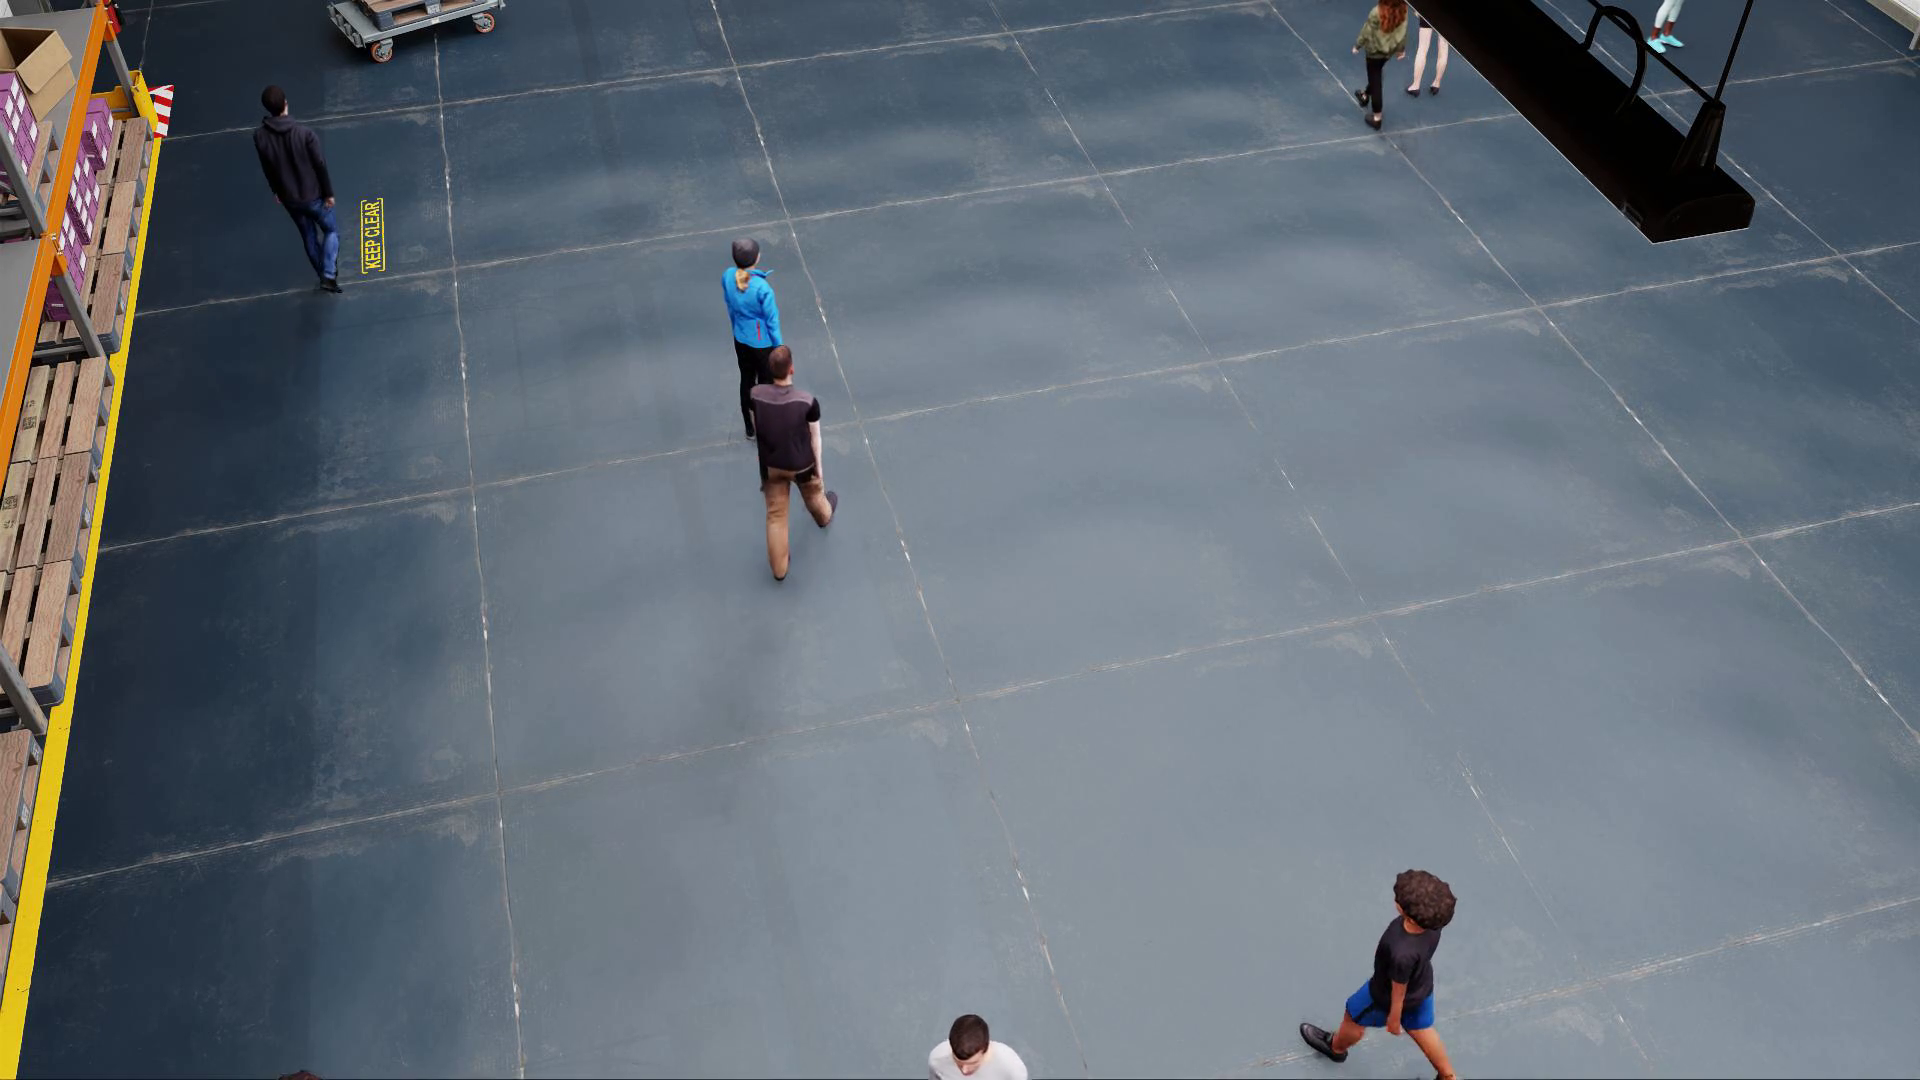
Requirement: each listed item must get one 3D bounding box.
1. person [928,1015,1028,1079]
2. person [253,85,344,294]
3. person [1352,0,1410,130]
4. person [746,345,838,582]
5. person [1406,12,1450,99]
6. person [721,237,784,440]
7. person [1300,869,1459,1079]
[{"bbox_3d":[0.116,2.729,7.997,0.920,1.803,1.244,4,44,4],"label":"person"},{"bbox_3d":[-5.455,-2.814,13.758,0.762,1.882,0.923,-4,44,-4],"label":"person"},{"bbox_3d":[4.090,-4.658,16.005,0.695,1.453,0.883,-18,46,-18],"label":"person"},{"bbox_3d":[-1.209,-0.478,11.367,1.017,1.798,1.217,8,44,8],"label":"person"},{"bbox_3d":[4.705,-5.216,16.317,0.619,1.829,0.558,-3,44,-3],"label":"person"},{"bbox_3d":[-1.532,-1.478,12.419,0.667,1.795,0.746,25,49,24],"label":"person"},{"bbox_3d":[2.328,2.305,8.468,1.209,1.766,1.039,30,51,27],"label":"person"}]
